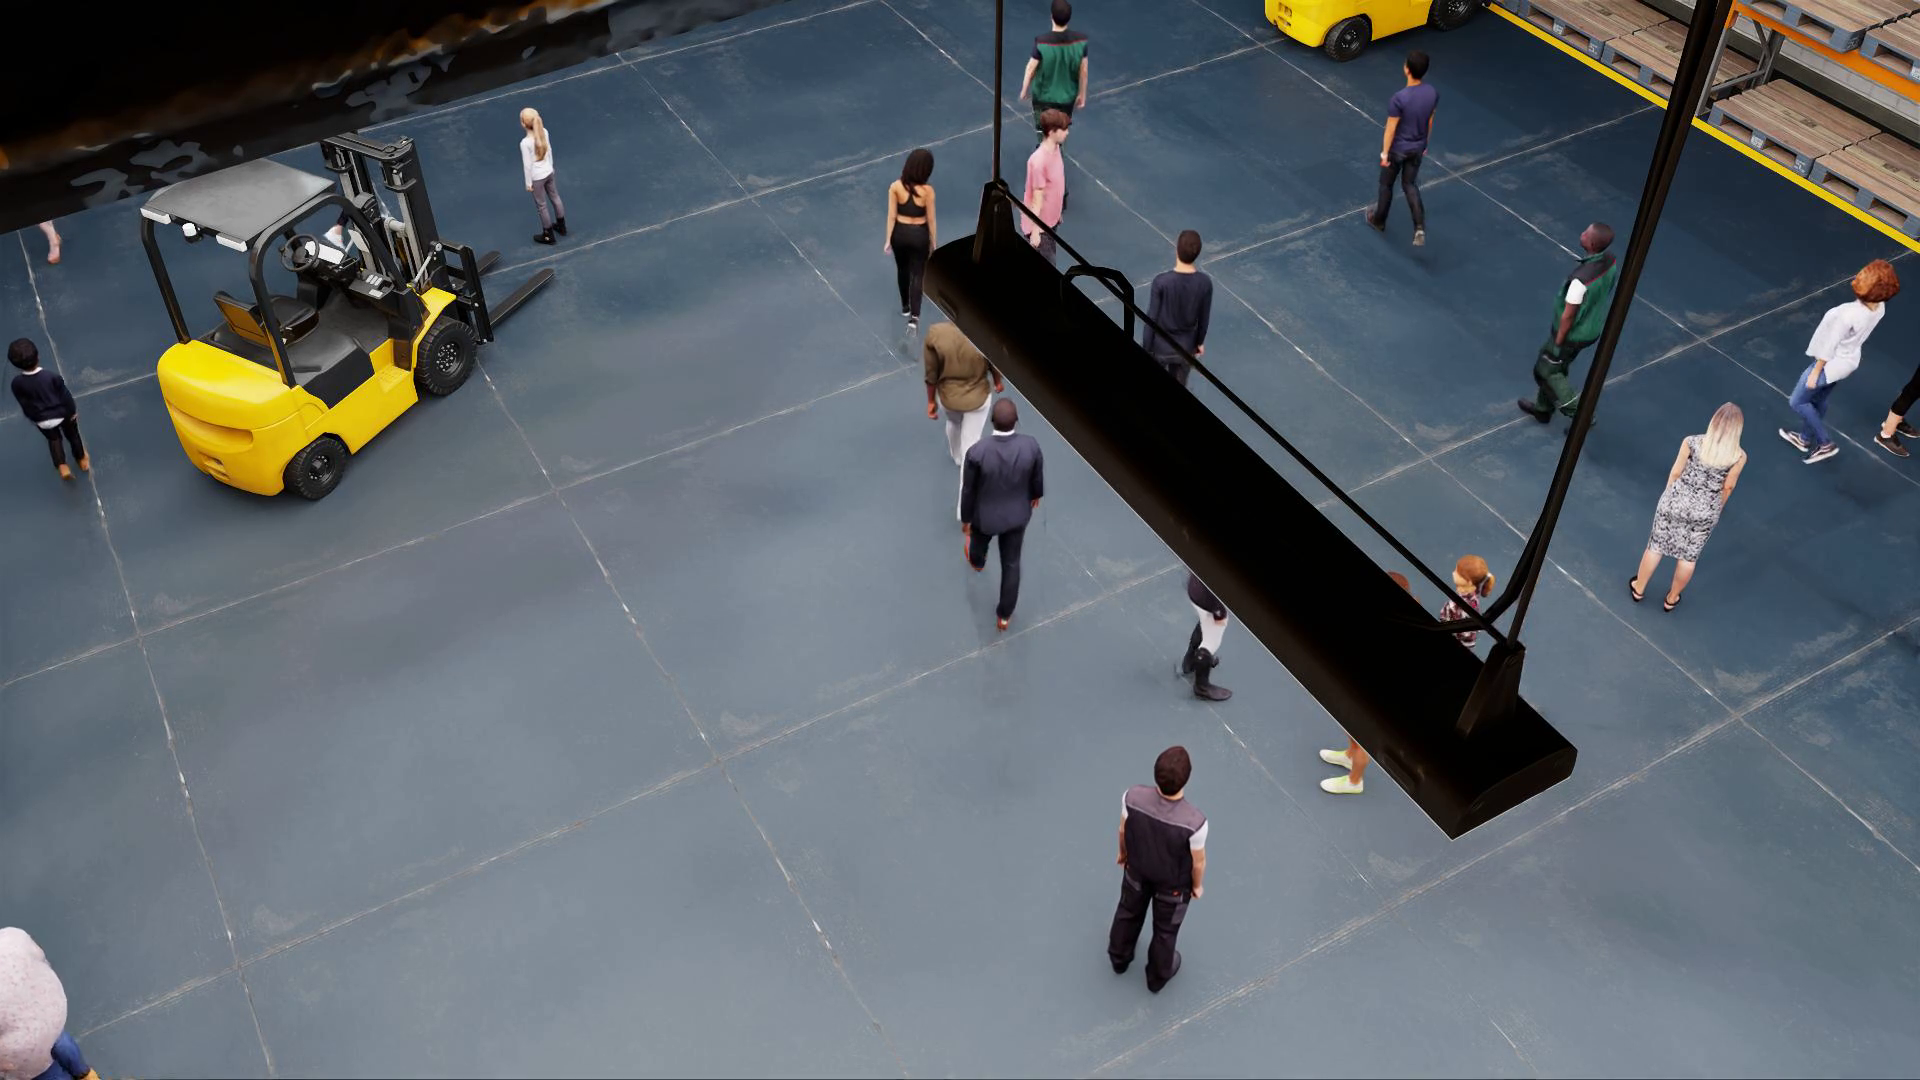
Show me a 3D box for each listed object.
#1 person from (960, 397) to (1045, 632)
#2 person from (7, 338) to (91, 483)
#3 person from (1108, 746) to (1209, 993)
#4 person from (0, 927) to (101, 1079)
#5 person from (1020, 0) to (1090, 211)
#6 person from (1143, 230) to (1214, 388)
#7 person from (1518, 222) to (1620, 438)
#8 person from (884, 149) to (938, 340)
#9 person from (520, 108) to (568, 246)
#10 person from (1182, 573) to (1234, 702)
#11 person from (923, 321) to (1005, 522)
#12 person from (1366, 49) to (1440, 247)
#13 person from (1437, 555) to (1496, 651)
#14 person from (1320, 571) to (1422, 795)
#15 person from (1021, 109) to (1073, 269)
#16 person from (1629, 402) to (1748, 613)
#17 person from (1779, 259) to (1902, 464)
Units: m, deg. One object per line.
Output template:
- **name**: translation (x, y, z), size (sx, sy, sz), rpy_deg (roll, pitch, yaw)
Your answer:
- **person**: translation (0.279, -0.114, 10.956), size (1.005, 1.791, 1.206), rpy_deg (-5, 44, -5)
- **person**: translation (-6.684, -0.927, 12.229), size (0.570, 1.213, 0.723), rpy_deg (-14, 45, -14)
- **person**: translation (1.066, 1.773, 8.937), size (0.701, 1.843, 0.812), rpy_deg (23, 48, 22)
- **person**: translation (-4.646, 2.430, 8.325), size (0.903, 1.738, 0.852), rpy_deg (14, 45, 14)
- **person**: translation (0.869, -3.856, 14.838), size (0.852, 1.855, 1.243), rpy_deg (-13, 45, -14)
- **person**: translation (1.573, -1.354, 12.217), size (0.798, 1.848, 0.806), rpy_deg (-7, 44, -7)
- **person**: translation (4.645, -1.524, 12.413), size (0.795, 1.824, 0.983), rpy_deg (-31, 52, -29)
- **person**: translation (-0.391, -2.370, 13.457), size (0.913, 1.608, 1.075), rpy_deg (0, 44, 0)
- **person**: translation (-3.669, -3.196, 14.564), size (0.609, 1.277, 0.575), rpy_deg (23, 48, 22)
- **person**: translation (1.568, 0.355, 10.502), size (0.757, 1.737, 0.683), rpy_deg (1, 44, 1)
- **person**: translation (0.033, -0.943, 11.838), size (1.169, 1.776, 1.301), rpy_deg (5, 44, 5)
- **person**: translation (3.893, -3.338, 14.353), size (0.807, 1.774, 1.076), rpy_deg (-12, 45, -12)
- **person**: translation (3.203, 0.630, 10.551), size (0.920, 1.272, 0.881), rpy_deg (8, 44, 8)
- **person**: translation (2.442, 0.856, 9.938), size (0.743, 1.791, 0.673), rpy_deg (8, 44, 8)
- **person**: translation (0.573, -2.589, 13.445), size (0.906, 1.941, 0.846), rpy_deg (17, 46, 17)
- **person**: translation (4.872, -0.204, 11.117), size (0.606, 1.700, 0.690), rpy_deg (16, 46, 17)
- **person**: translation (6.497, -1.258, 12.228), size (0.648, 1.692, 0.754), rpy_deg (-23, 48, -23)
